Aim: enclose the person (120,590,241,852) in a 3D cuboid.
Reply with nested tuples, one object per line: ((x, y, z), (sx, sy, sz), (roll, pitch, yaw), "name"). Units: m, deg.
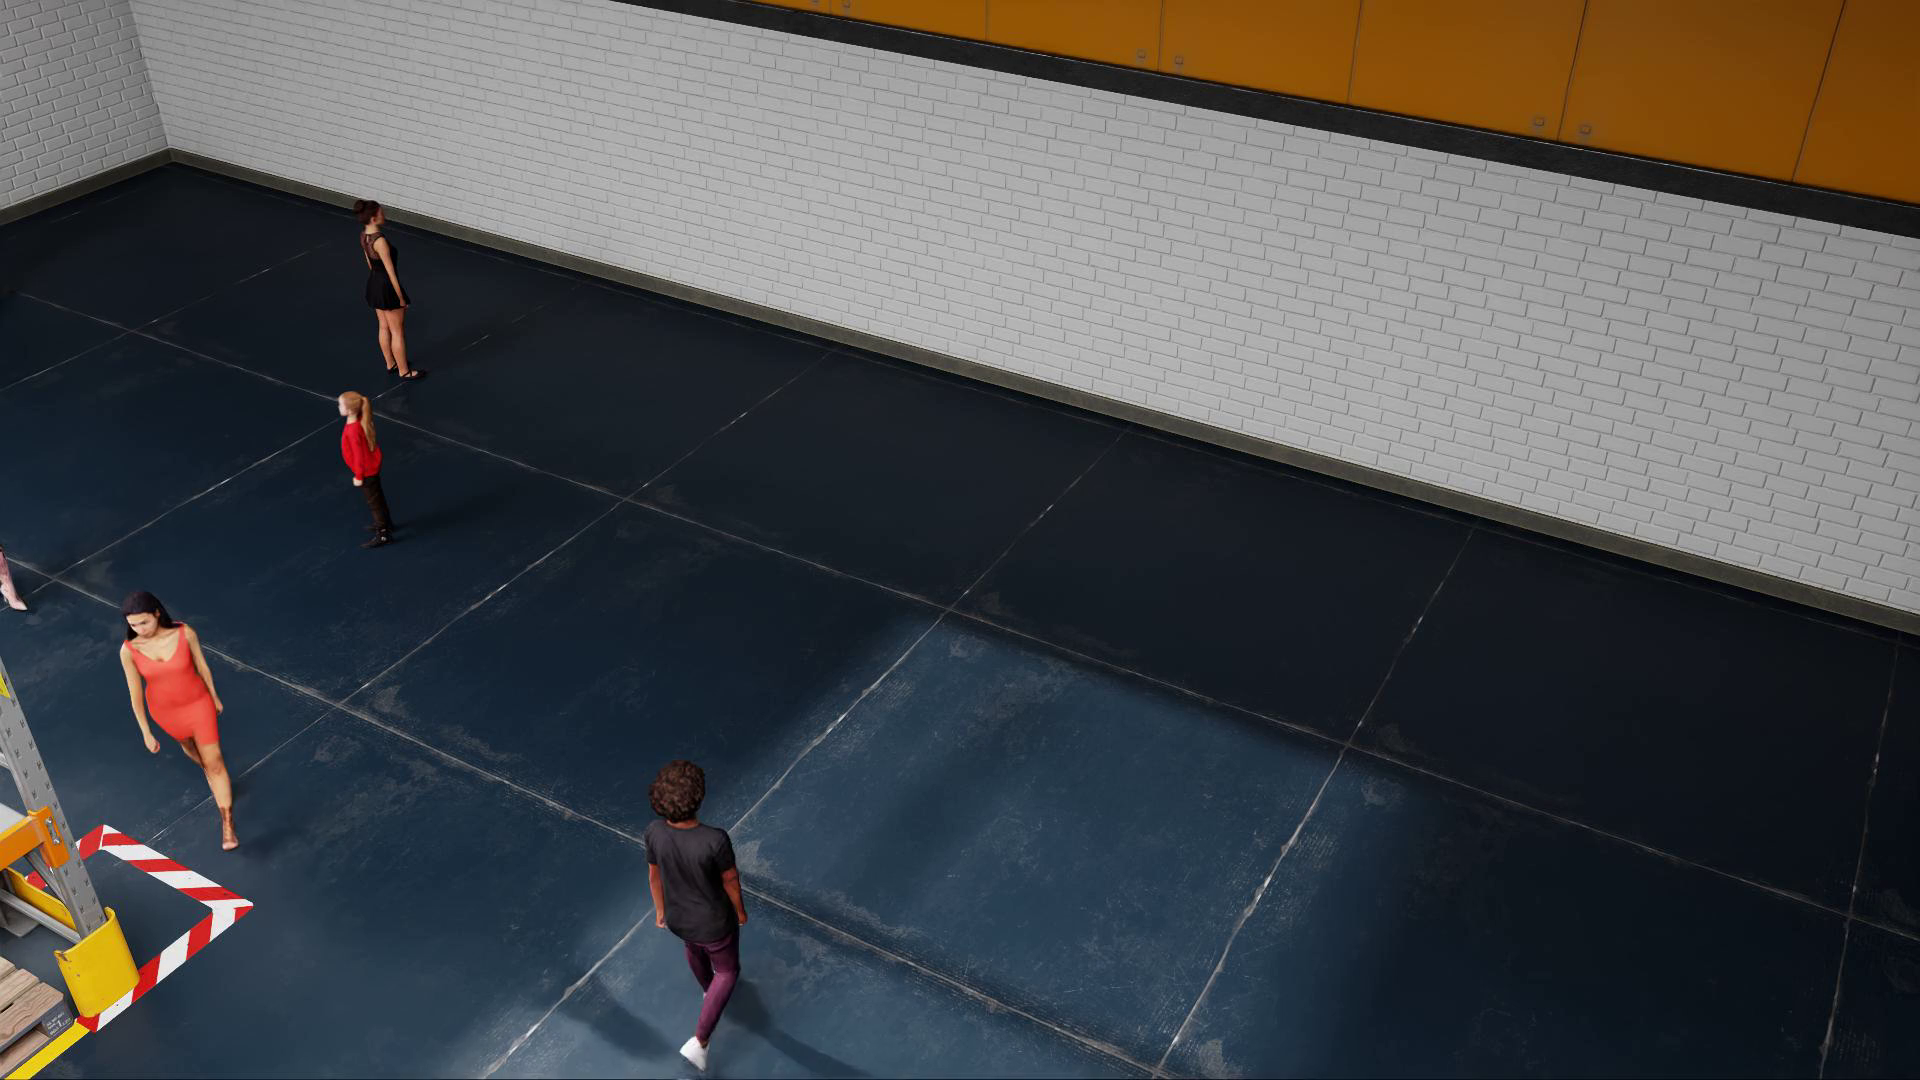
((-4.623, 0.969, 9.850), (1.166, 1.664, 1.075), (-18, 38, -25), "person")

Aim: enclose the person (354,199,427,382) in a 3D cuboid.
((-5.049, -2.205, 14.618), (0.635, 1.673, 0.635), (-28, 43, -35), "person")

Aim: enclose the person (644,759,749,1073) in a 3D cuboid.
((-1.332, 1.893, 8.372), (0.759, 1.763, 1.086), (9, 35, 13), "person")

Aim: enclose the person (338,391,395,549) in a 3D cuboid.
((-4.460, -0.550, 12.483), (0.647, 1.280, 0.578), (-5, 34, -7), "person")
